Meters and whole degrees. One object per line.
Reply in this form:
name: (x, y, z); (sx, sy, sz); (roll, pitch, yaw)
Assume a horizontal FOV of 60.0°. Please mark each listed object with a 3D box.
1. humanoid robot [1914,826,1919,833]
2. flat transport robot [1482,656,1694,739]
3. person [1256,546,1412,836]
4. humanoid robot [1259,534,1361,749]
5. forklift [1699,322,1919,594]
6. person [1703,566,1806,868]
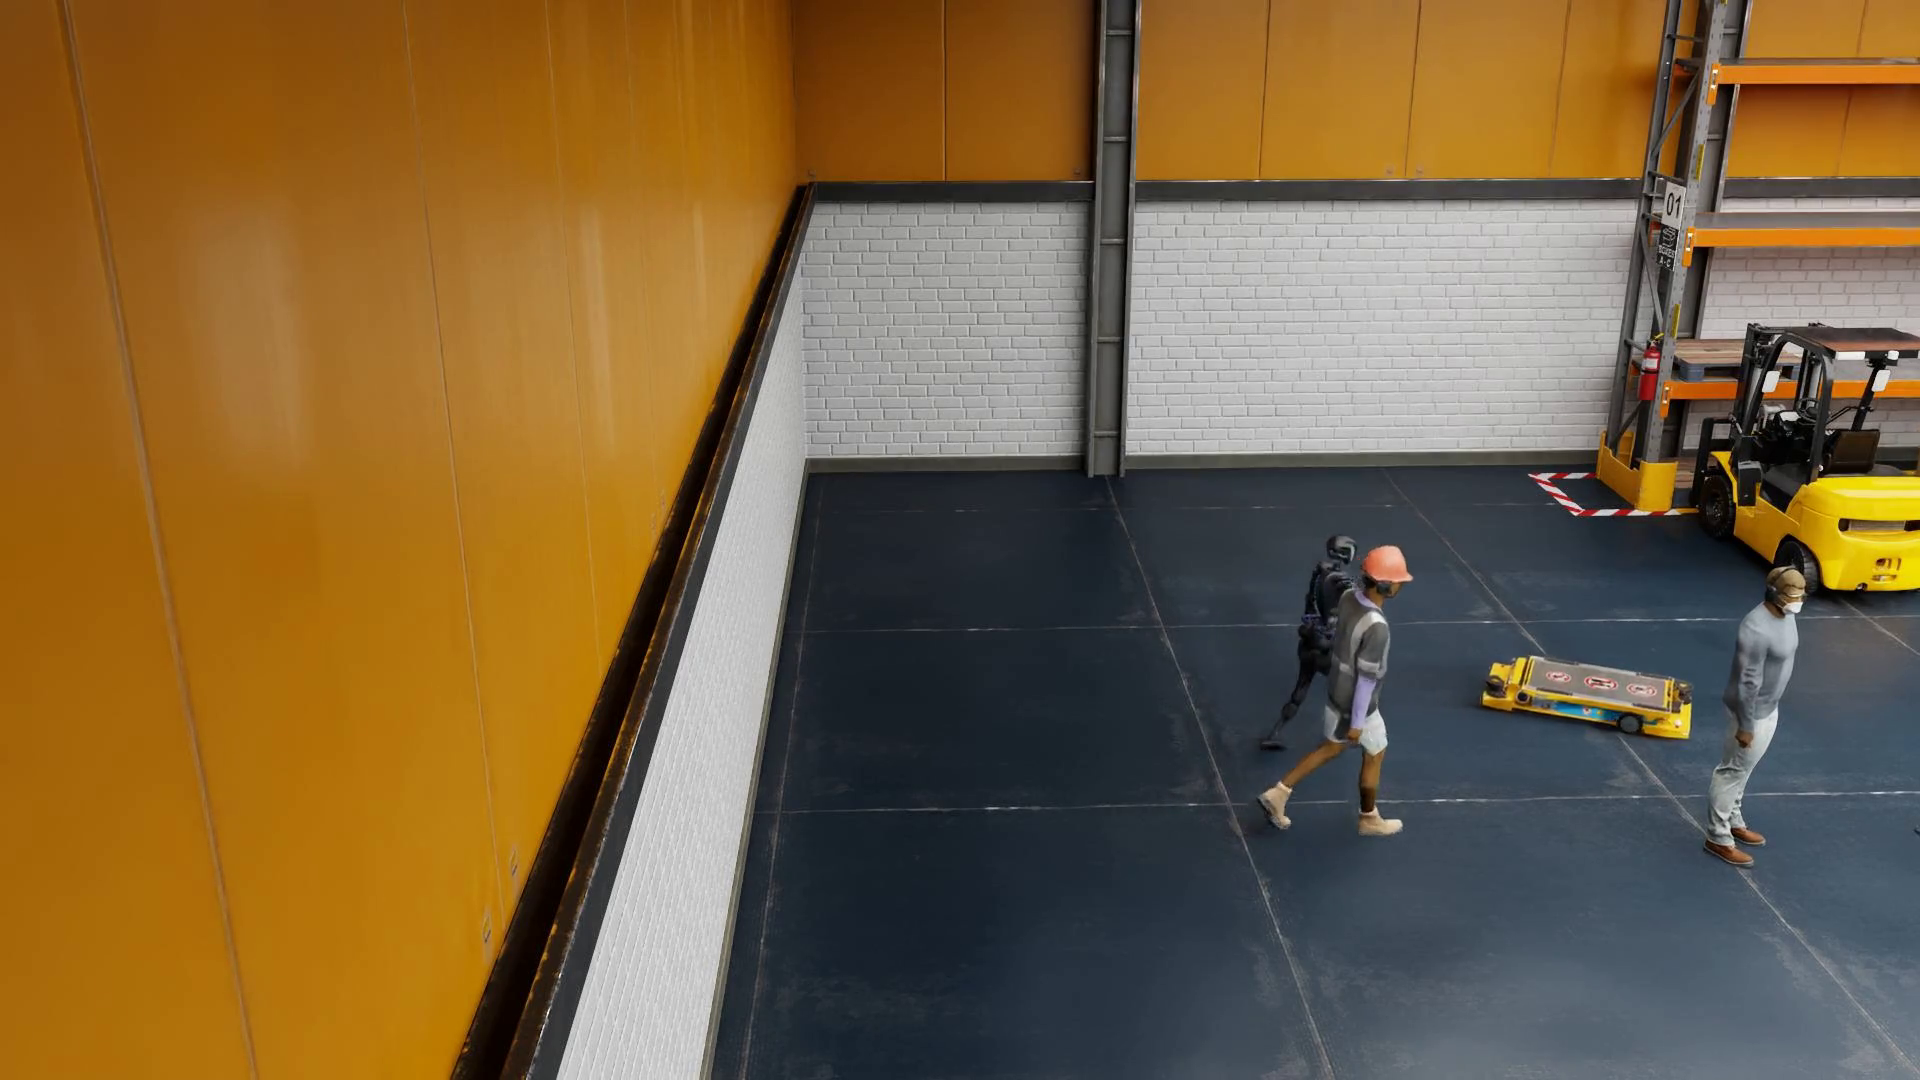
humanoid robot: (6.346, 1.186, 10.295); (0.378, 1.639, 0.588); (-4, 21, -10)
flat transport robot: (4.685, 1.157, 12.415); (1.431, 0.231, 0.659); (9, 22, 22)
person: (2.394, 0.979, 10.412); (0.898, 2.009, 0.607); (-4, 21, -10)
humanoid robot: (2.517, 0.733, 11.623); (0.776, 1.642, 0.616); (-7, 21, -19)
forklift: (7.809, -0.792, 14.926); (1.214, 2.155, 2.313); (-1, 20, -2)
person: (4.922, 1.058, 10.280); (0.379, 1.937, 0.628); (17, 26, 38)
